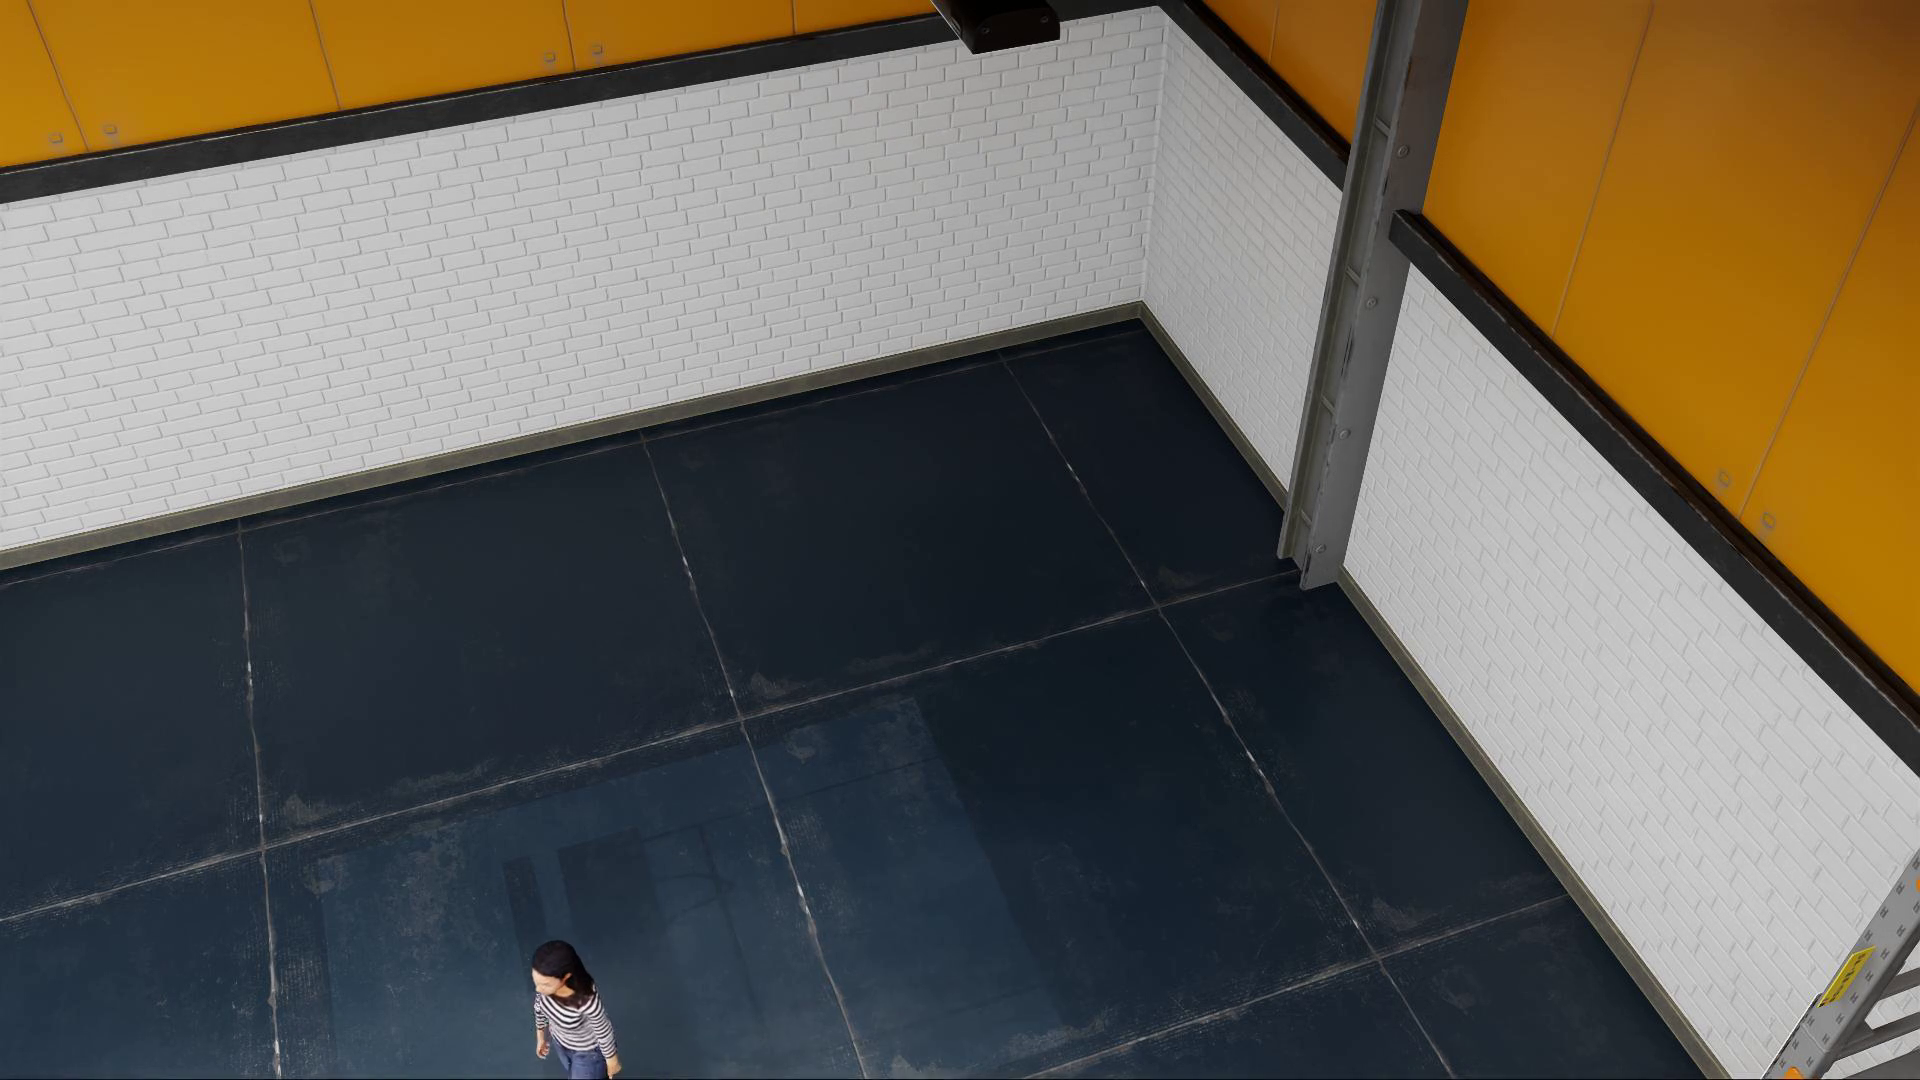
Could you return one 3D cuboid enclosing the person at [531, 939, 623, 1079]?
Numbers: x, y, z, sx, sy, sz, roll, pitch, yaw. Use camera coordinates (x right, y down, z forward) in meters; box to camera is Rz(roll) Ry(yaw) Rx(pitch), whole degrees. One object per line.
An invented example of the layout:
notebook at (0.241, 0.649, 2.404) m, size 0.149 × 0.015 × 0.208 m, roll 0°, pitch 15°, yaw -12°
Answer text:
person at (-1.803, 2.471, 8.281) m, size 0.710 × 1.720 × 0.778 m, roll 30°, pitch 51°, yaw 28°
